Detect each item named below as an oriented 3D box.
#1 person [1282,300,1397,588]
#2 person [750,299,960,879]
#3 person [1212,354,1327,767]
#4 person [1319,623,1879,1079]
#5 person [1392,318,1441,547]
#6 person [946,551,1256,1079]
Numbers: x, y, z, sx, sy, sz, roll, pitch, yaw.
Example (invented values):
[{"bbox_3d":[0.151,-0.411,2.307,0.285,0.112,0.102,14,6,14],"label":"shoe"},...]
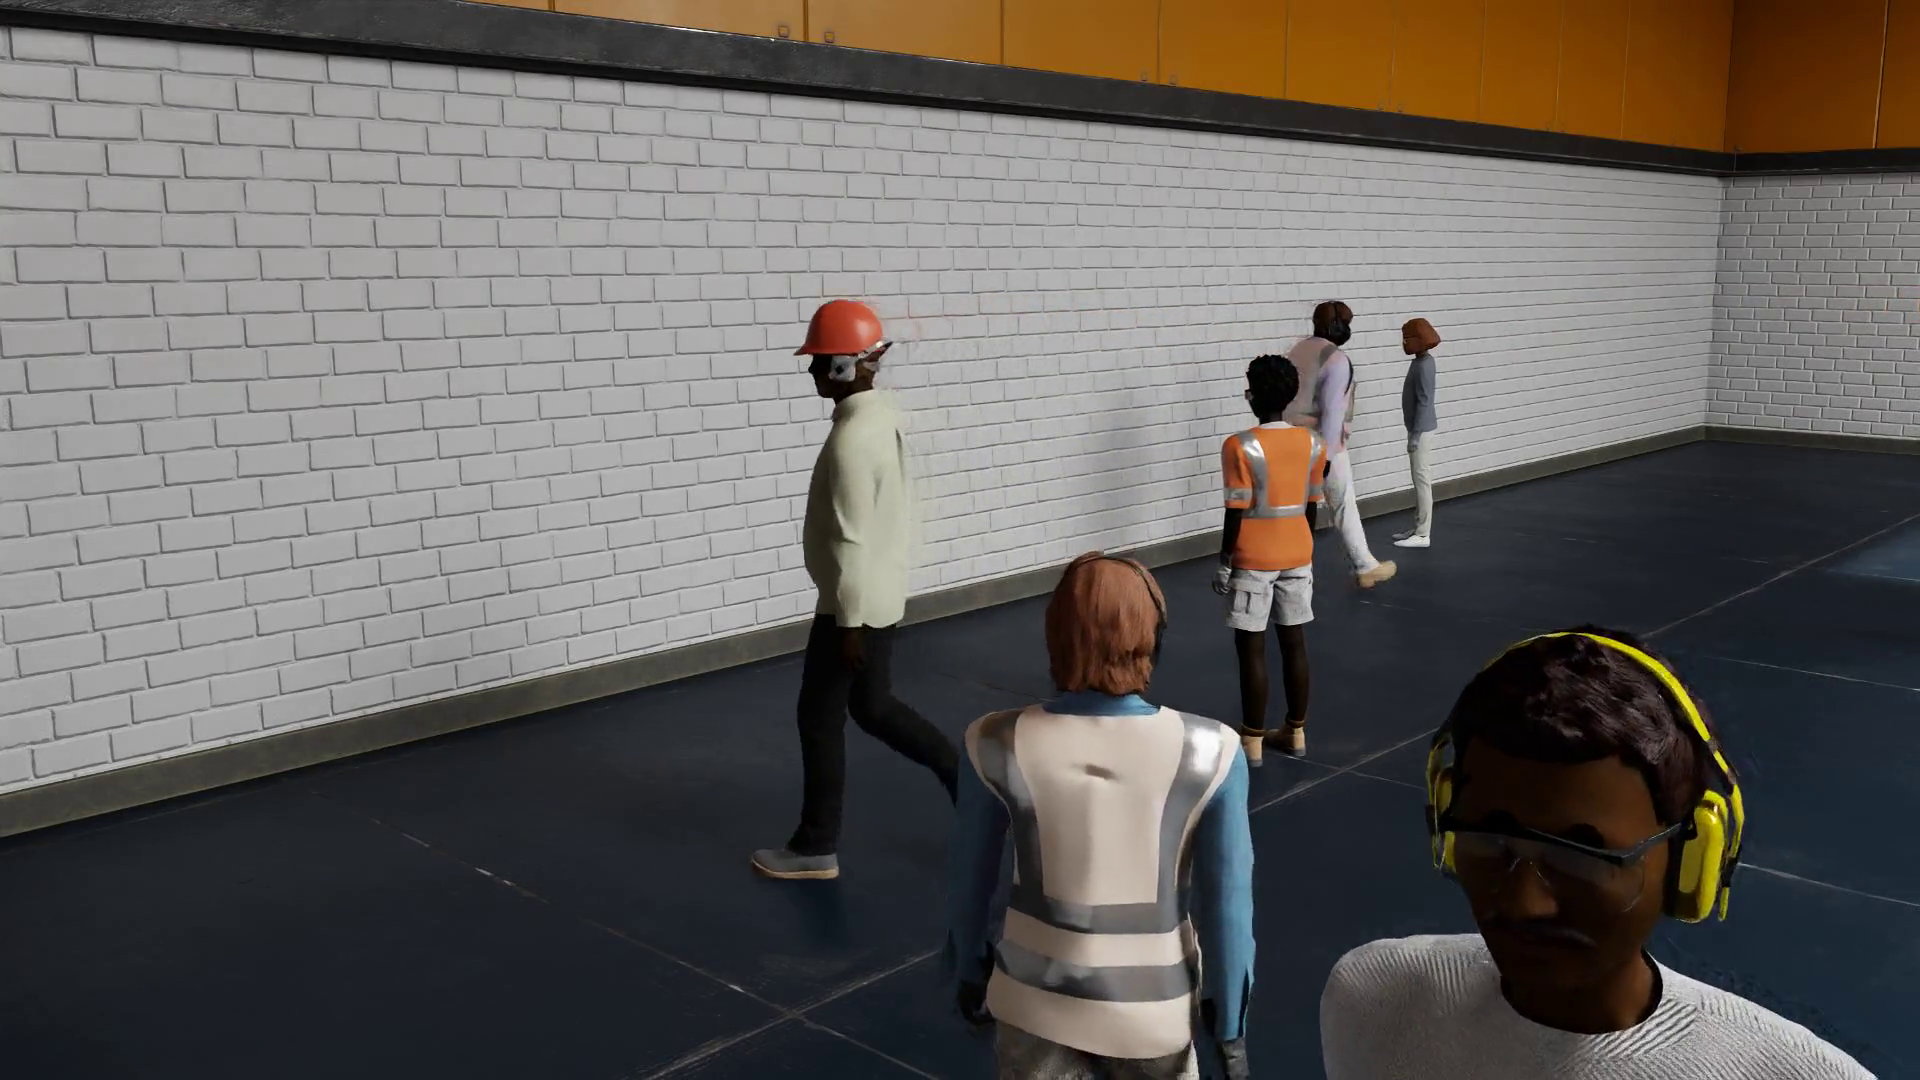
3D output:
[{"bbox_3d":[2.288,-0.582,10.369,0.944,1.796,0.638,-4,11,-20],"label":"person"},{"bbox_3d":[-0.271,0.188,5.527,0.817,1.969,0.624,2,10,10],"label":"person"},{"bbox_3d":[1.266,0.085,6.874,0.542,1.695,0.316,-6,12,-32],"label":"person"},{"bbox_3d":[0.568,0.959,1.510,0.523,1.841,0.867,8,13,37],"label":"person"},{"bbox_3d":[3.269,-0.766,11.897,0.278,1.633,0.498,3,10,15],"label":"person"},{"bbox_3d":[0.247,0.808,3.004,0.545,1.595,0.824,1,10,8],"label":"person"}]
